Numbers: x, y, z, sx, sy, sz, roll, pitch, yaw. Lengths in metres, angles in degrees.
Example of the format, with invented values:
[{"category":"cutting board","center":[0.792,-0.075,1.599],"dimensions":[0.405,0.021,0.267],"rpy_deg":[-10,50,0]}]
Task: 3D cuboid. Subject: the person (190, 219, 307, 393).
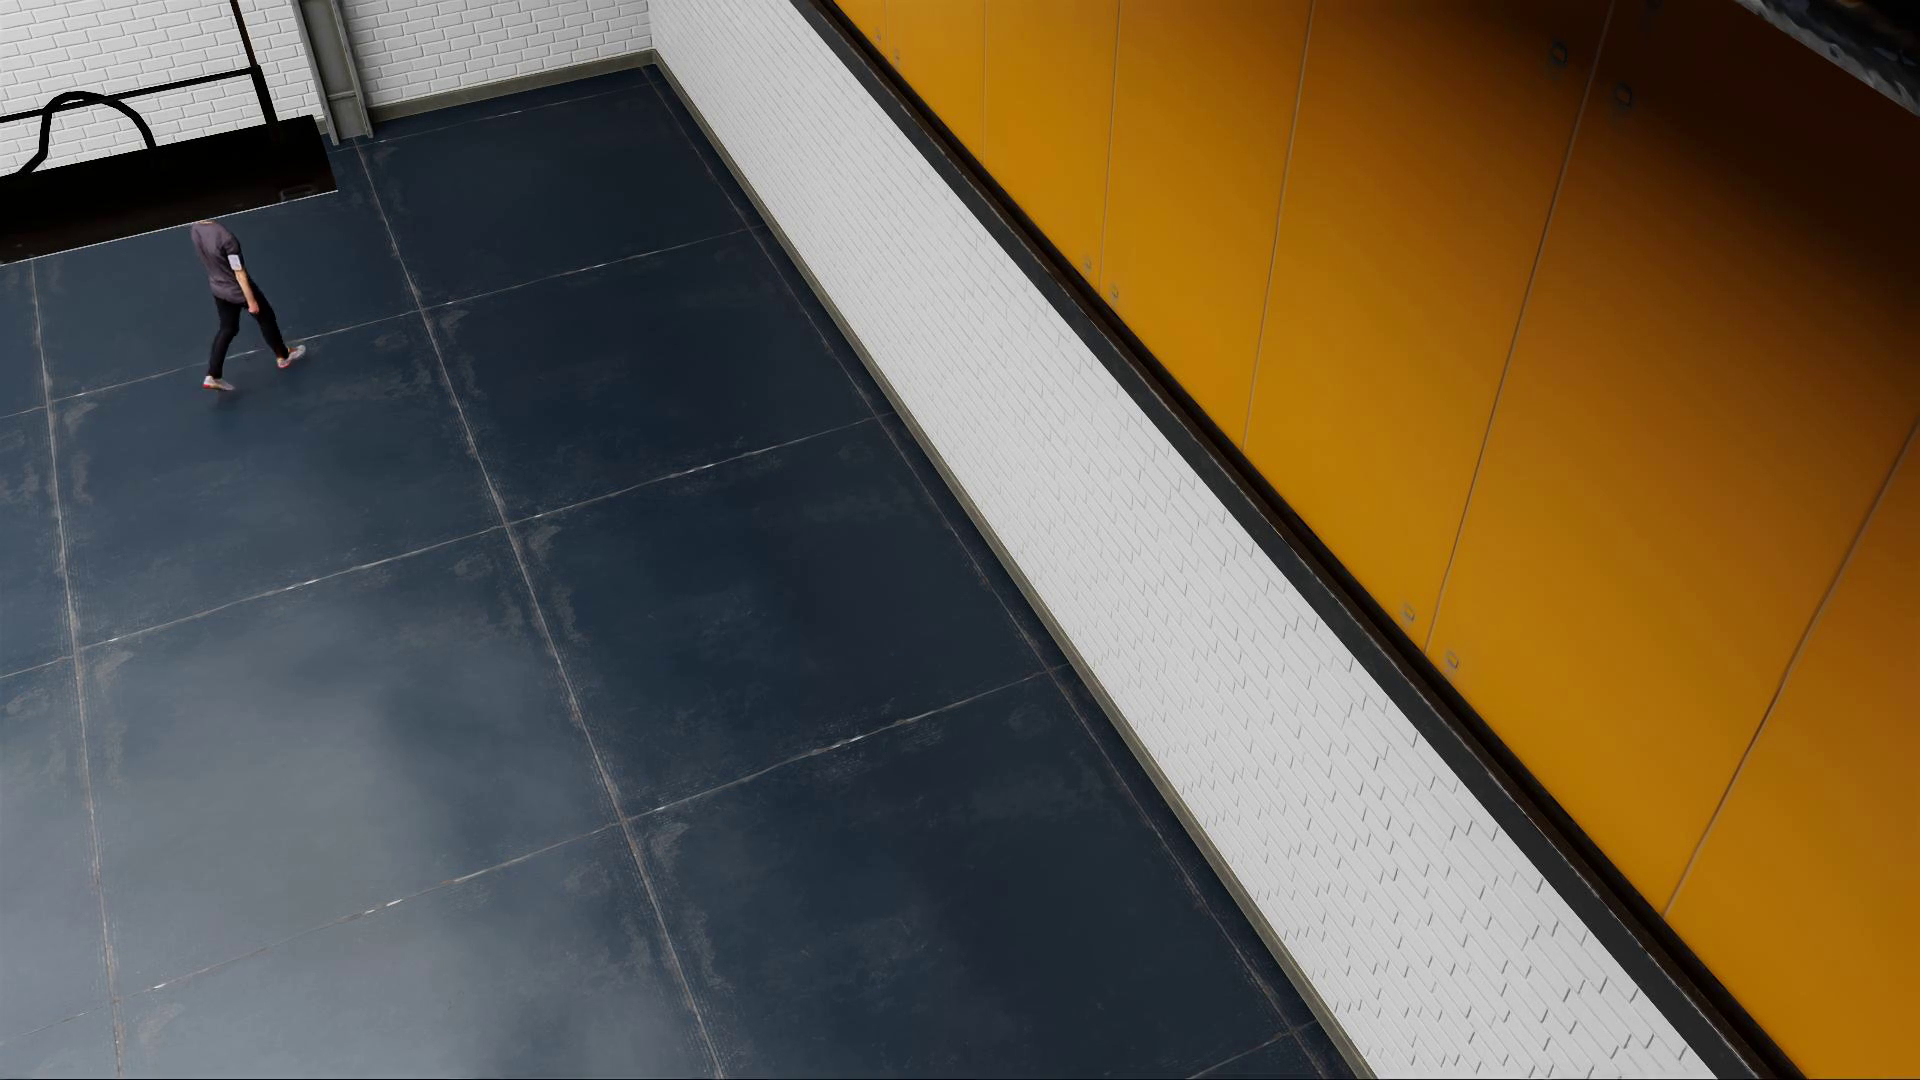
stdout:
[{"category":"person","center":[-5.746,-1.909,13.003],"dimensions":[1.050,1.735,1.226],"rpy_deg":[22,48,22]}]
